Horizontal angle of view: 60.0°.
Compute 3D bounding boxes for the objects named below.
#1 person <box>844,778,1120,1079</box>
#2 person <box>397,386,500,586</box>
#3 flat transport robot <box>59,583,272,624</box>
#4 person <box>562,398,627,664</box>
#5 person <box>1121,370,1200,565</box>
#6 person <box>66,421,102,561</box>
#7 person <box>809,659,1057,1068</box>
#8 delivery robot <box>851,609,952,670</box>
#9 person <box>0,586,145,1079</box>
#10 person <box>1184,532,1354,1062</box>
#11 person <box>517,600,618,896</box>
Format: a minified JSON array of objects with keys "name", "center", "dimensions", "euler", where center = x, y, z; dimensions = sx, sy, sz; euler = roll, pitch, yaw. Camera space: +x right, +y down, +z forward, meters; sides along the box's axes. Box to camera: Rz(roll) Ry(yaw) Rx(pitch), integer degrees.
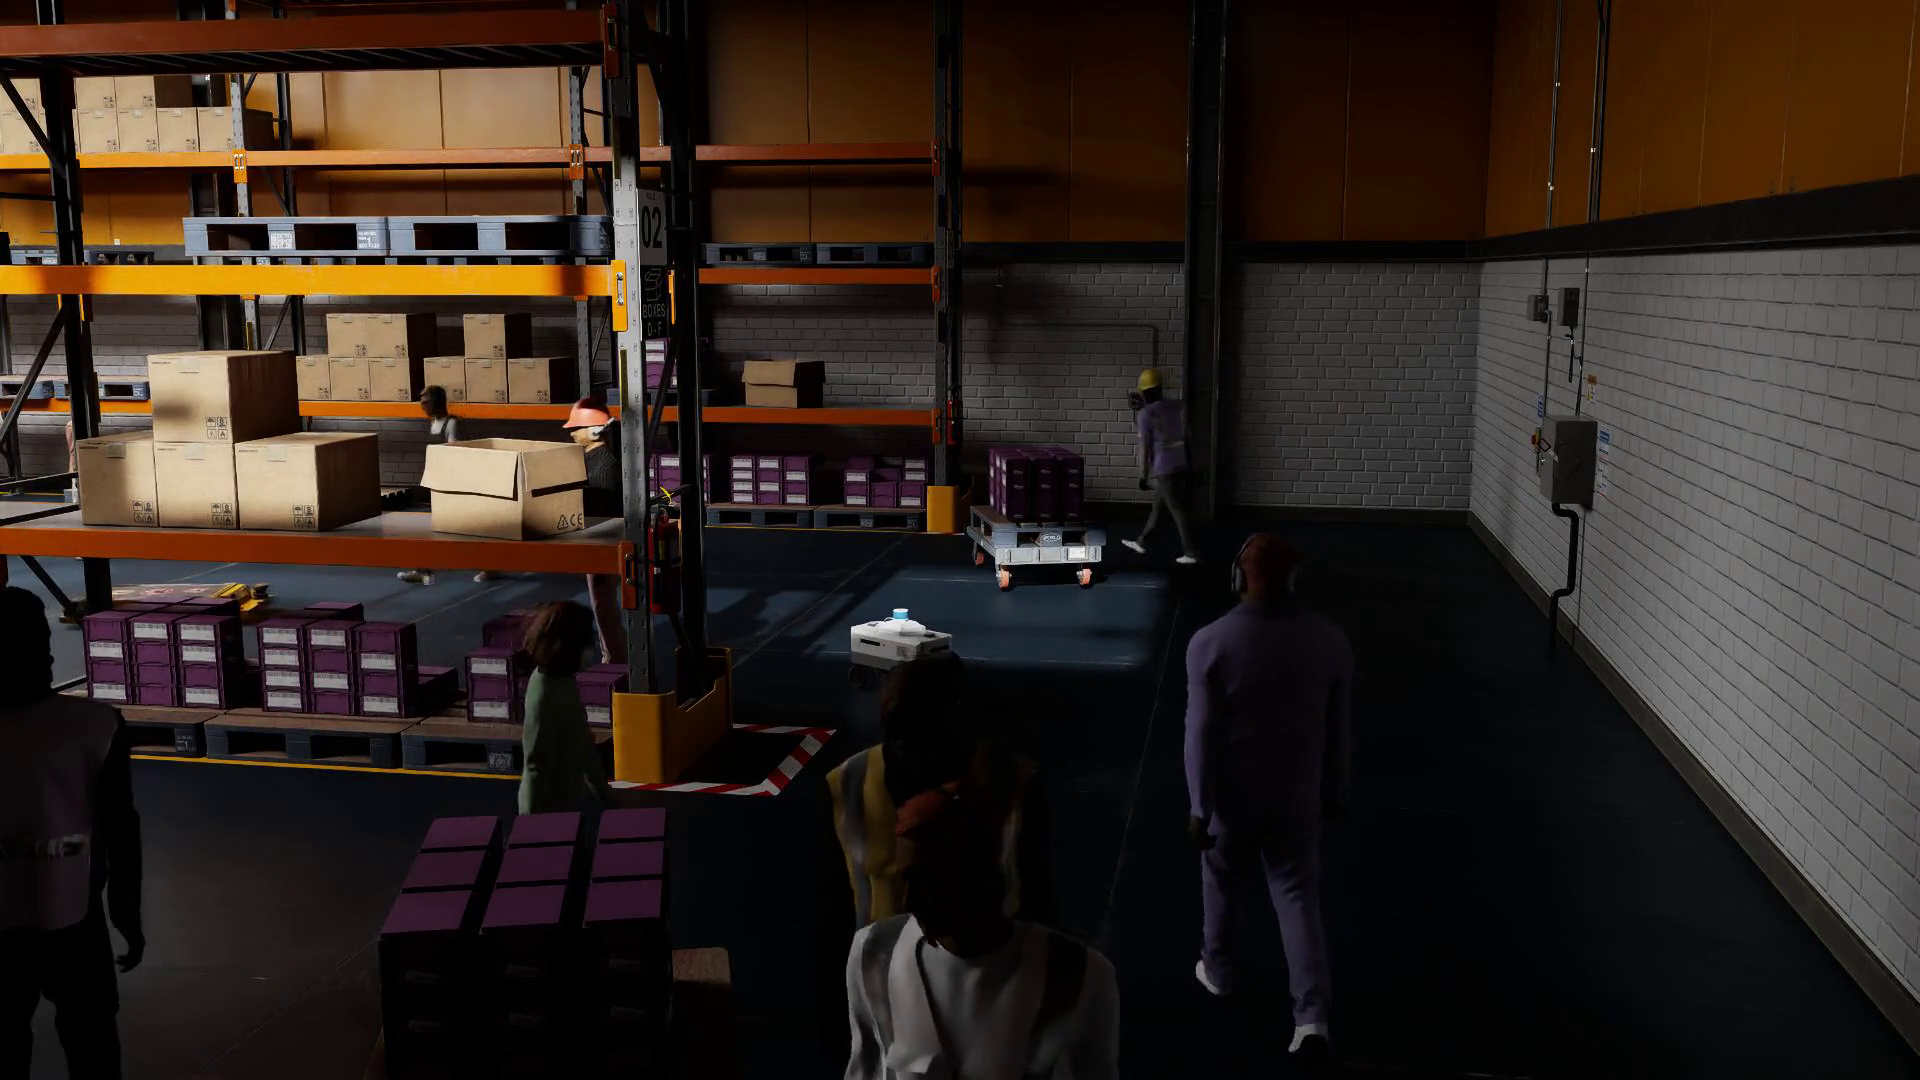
[{"name":"person","center":[0.058,1.349,3.345],"dimensions":[0.596,1.851,0.940],"euler":[3,10,20]},{"name":"person","center":[-4.559,-0.478,14.837],"dimensions":[0.647,1.780,0.934],"euler":[9,12,43]},{"name":"flat transport robot","center":[-6.391,0.506,13.421],"dimensions":[1.431,0.197,0.652],"euler":[-1,9,-7]},{"name":"person","center":[-2.342,0.077,10.751],"dimensions":[0.390,1.991,0.624],"euler":[-3,10,-16]},{"name":"person","center":[1.936,-0.701,16.015],"dimensions":[0.989,1.847,0.590],"euler":[9,13,44]},{"name":"person","center":[-8.477,-0.616,16.155],"dimensions":[0.309,1.636,0.522],"euler":[-1,9,-6]},{"name":"person","center":[-0.083,1.220,4.240],"dimensions":[0.637,1.808,0.833],"euler":[1,9,6]},{"name":"delivery robot","center":[-0.394,0.700,11.048],"dimensions":[0.707,0.478,0.477],"euler":[8,12,41]},{"name":"person","center":[-2.639,1.087,4.726],"dimensions":[0.590,1.917,0.396],"euler":[-3,10,-18]},{"name":"person","center":[1.130,0.904,6.052],"dimensions":[0.650,1.862,0.984],"euler":[-1,9,-8]},{"name":"person","center":[-1.407,1.007,6.170],"dimensions":[0.673,1.605,0.508],"euler":[-2,9,-12]}]
